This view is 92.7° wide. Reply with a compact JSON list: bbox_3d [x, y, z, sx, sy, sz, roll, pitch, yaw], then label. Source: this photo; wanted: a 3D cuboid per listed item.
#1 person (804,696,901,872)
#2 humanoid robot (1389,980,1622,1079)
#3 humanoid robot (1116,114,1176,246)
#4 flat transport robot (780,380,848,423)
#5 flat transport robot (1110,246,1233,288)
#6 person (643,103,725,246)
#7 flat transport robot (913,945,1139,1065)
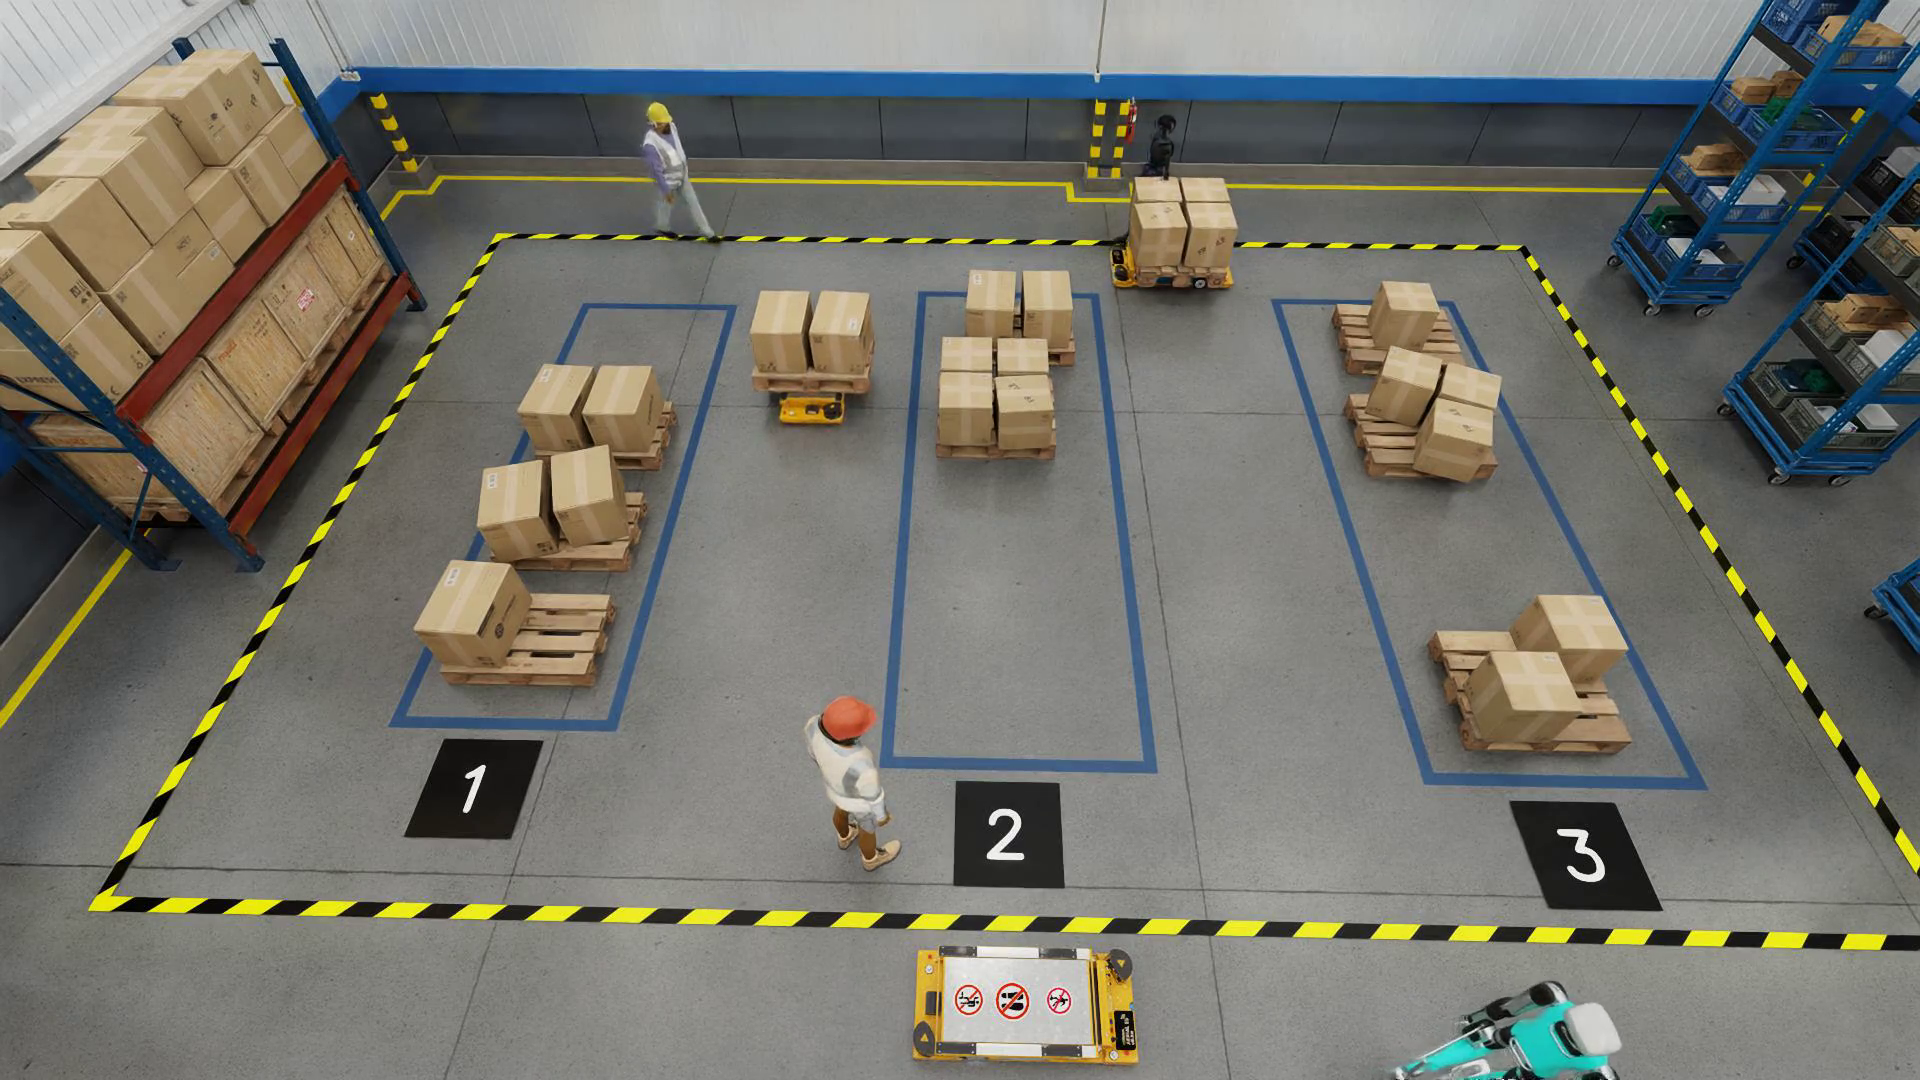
[{"bbox_3d":[-0.686,1.607,6.034,0.613,2.039,0.383,36,59,25],"label":"person"},{"bbox_3d":[2.848,2.994,5.136,1.054,1.761,0.544,-13,52,-10],"label":"humanoid robot"},{"bbox_3d":[2.326,-4.367,11.162,0.741,1.642,0.599,-8,51,-6],"label":"humanoid robot"},{"bbox_3d":[-1.541,-1.829,9.958,0.652,0.197,1.431,1,51,1],"label":"flat transport robot"},{"bbox_3d":[2.583,-3.367,11.213,1.431,0.197,0.652,1,51,1],"label":"flat transport robot"},{"bbox_3d":[-3.470,-4.391,11.090,0.946,1.782,0.609,19,53,15],"label":"person"},{"bbox_3d":[0.422,3.041,6.007,1.431,0.231,0.659,1,51,1],"label":"flat transport robot"}]
